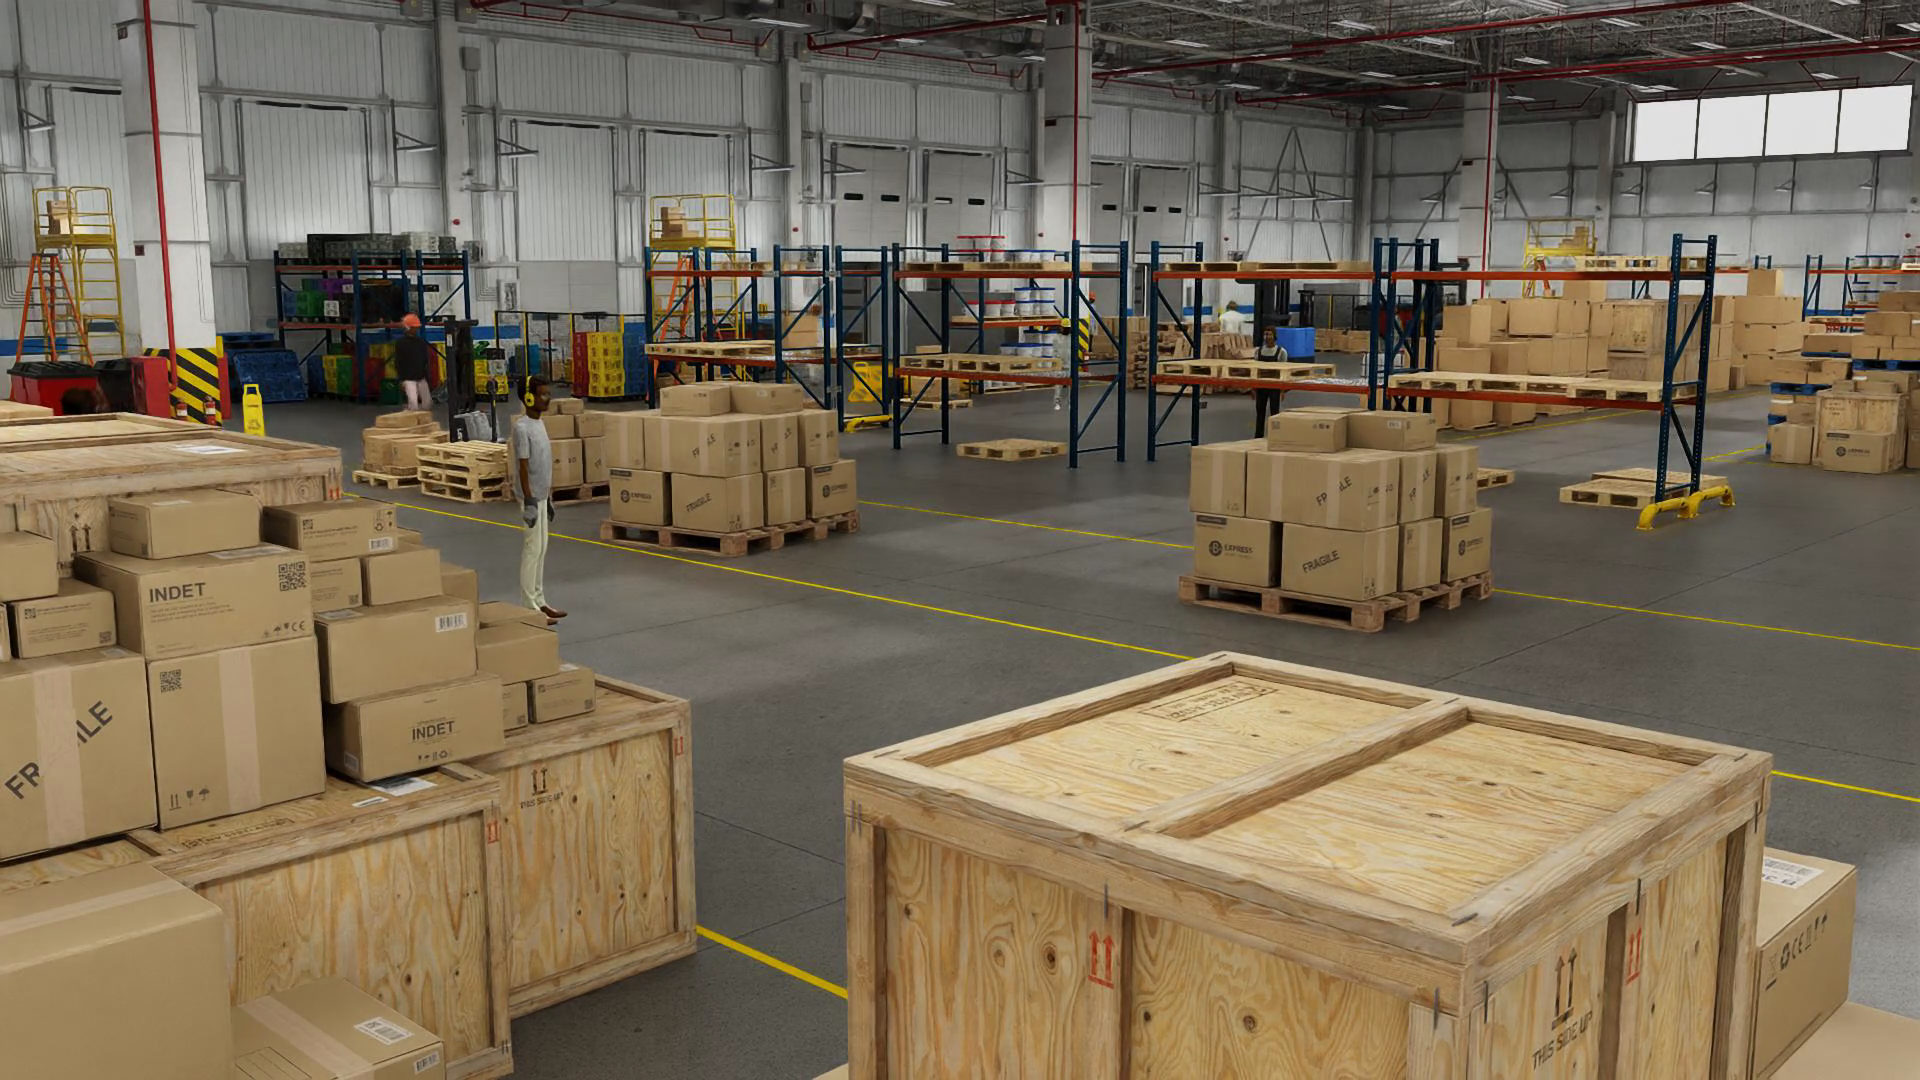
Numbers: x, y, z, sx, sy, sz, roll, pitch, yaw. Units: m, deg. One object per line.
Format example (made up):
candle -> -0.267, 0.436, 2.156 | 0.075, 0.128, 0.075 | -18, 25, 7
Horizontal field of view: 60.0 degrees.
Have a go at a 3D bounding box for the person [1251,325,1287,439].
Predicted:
person -> 4.454, -2.170, 24.014 | 0.504, 1.847, 0.344 | 5, 11, 29

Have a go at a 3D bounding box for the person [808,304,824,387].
person -> -3.170, -4.374, 37.456 | 0.588, 1.862, 0.693 | 6, 11, 33

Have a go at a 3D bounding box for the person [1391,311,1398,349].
person -> 11.934, -5.640, 45.985 | 0.365, 1.621, 0.519 | 0, 9, 1

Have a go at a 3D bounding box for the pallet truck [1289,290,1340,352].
pallet truck -> 11.297, -6.951, 52.861 | 1.885, 1.965, 0.823 | -5, 11, -29

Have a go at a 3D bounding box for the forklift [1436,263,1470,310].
forklift -> 13.505, -6.247, 45.844 | 1.873, 2.768, 1.129 | -8, 12, -41

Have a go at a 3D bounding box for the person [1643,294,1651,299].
person -> 19.630, -6.083, 47.721 | 0.376, 1.940, 0.627 | 1, 9, 7

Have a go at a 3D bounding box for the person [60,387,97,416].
person -> -6.464, -0.258, 12.498 | 0.617, 1.792, 1.004 | 5, 10, 26

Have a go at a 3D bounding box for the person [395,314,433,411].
person -> -8.389, -2.488, 25.570 | 0.437, 1.971, 0.642 | 4, 10, 23

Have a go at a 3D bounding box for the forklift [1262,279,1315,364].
forklift -> 8.555, -6.090, 44.881 | 1.873, 2.768, 1.129 | 9, 13, 43

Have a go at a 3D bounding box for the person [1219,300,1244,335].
person -> 6.493, -4.809, 39.966 | 0.644, 1.916, 0.477 | -3, 10, -19

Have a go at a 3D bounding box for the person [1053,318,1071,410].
person -> 1.984, -3.305, 31.322 | 0.483, 1.737, 0.321 | 0, 9, 2

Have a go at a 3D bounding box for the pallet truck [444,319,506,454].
pallet truck -> -6.981, -1.942, 22.150 | 1.885, 1.965, 0.823 | 1, 9, 9

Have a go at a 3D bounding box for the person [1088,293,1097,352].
person -> 4.038, -6.678, 51.414 | 0.550, 1.928, 0.387 | -8, 12, -40

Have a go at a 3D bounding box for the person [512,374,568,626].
person -> -3.159, -0.300, 12.459 | 0.328, 1.876, 0.515 | 0, 9, 0
